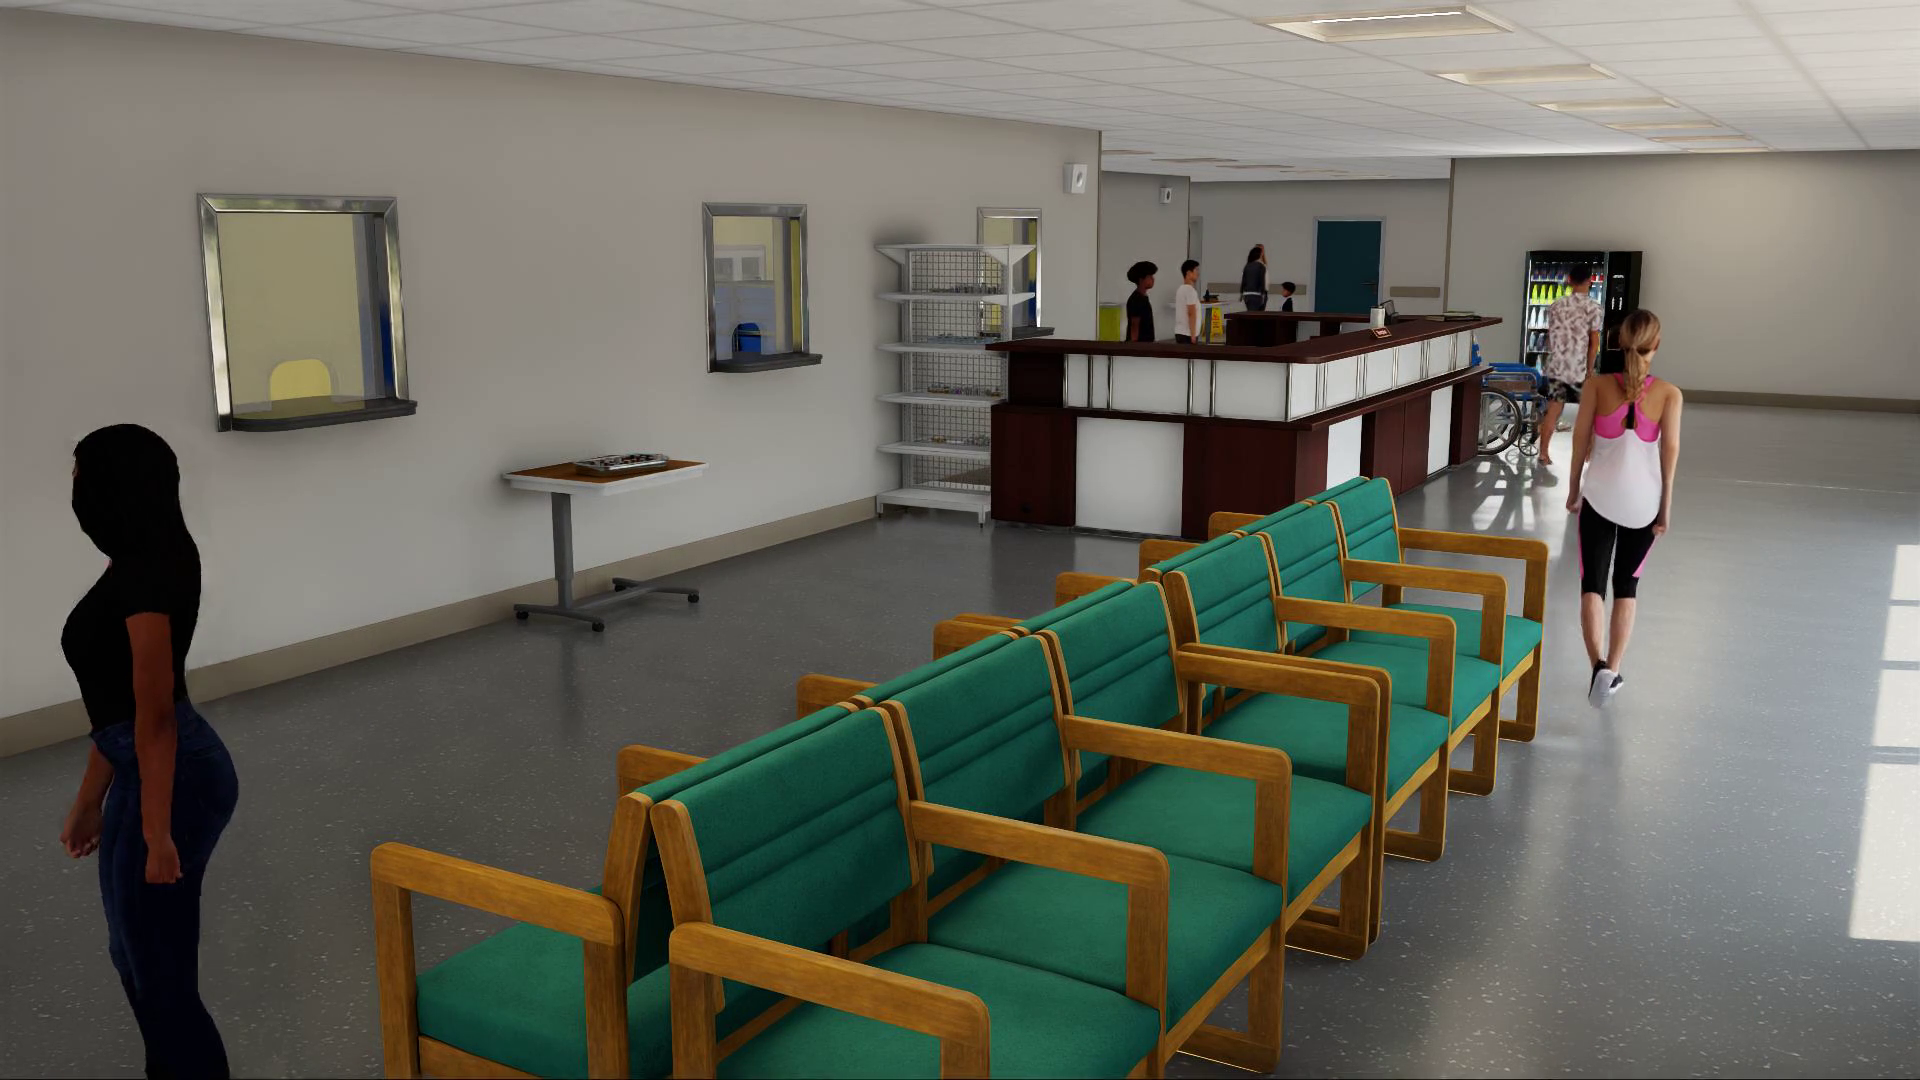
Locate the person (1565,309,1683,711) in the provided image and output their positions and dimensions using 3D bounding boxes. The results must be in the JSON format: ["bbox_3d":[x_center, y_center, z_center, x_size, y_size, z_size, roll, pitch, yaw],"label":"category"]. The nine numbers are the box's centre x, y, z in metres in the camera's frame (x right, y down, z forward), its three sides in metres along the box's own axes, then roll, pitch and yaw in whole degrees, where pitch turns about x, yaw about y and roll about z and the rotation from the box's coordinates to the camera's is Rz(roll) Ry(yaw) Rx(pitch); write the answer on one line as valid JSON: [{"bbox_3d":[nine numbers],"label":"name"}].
[{"bbox_3d":[2.894,-0.104,7.338,1.059,1.762,0.776,4,12,21],"label":"person"}]

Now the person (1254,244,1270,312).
[{"bbox_3d":[5.386,-4.436,30.045,0.656,1.808,0.595,-10,15,-43],"label":"person"}]

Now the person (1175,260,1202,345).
[{"bbox_3d":[2.749,-2.538,20.195,0.735,1.720,0.698,-2,11,-9],"label":"person"}]

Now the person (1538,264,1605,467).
[{"bbox_3d":[5.371,-1.516,14.731,1.055,1.781,0.808,8,14,38],"label":"person"}]

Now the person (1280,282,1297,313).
[{"bbox_3d":[5.387,-3.629,27.359,0.596,1.225,0.575,0,11,2],"label":"person"}]

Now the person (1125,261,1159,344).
[{"bbox_3d":[1.815,-2.029,17.545,1.170,1.739,0.890,2,11,10],"label":"person"}]

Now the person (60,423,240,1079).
[{"bbox_3d":[-1.766,0.604,3.760,0.849,1.705,0.732,-9,14,-40],"label":"person"}]

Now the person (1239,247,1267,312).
[{"bbox_3d":[5.168,-4.312,29.606,1.124,1.729,0.928,10,15,43],"label":"person"}]
